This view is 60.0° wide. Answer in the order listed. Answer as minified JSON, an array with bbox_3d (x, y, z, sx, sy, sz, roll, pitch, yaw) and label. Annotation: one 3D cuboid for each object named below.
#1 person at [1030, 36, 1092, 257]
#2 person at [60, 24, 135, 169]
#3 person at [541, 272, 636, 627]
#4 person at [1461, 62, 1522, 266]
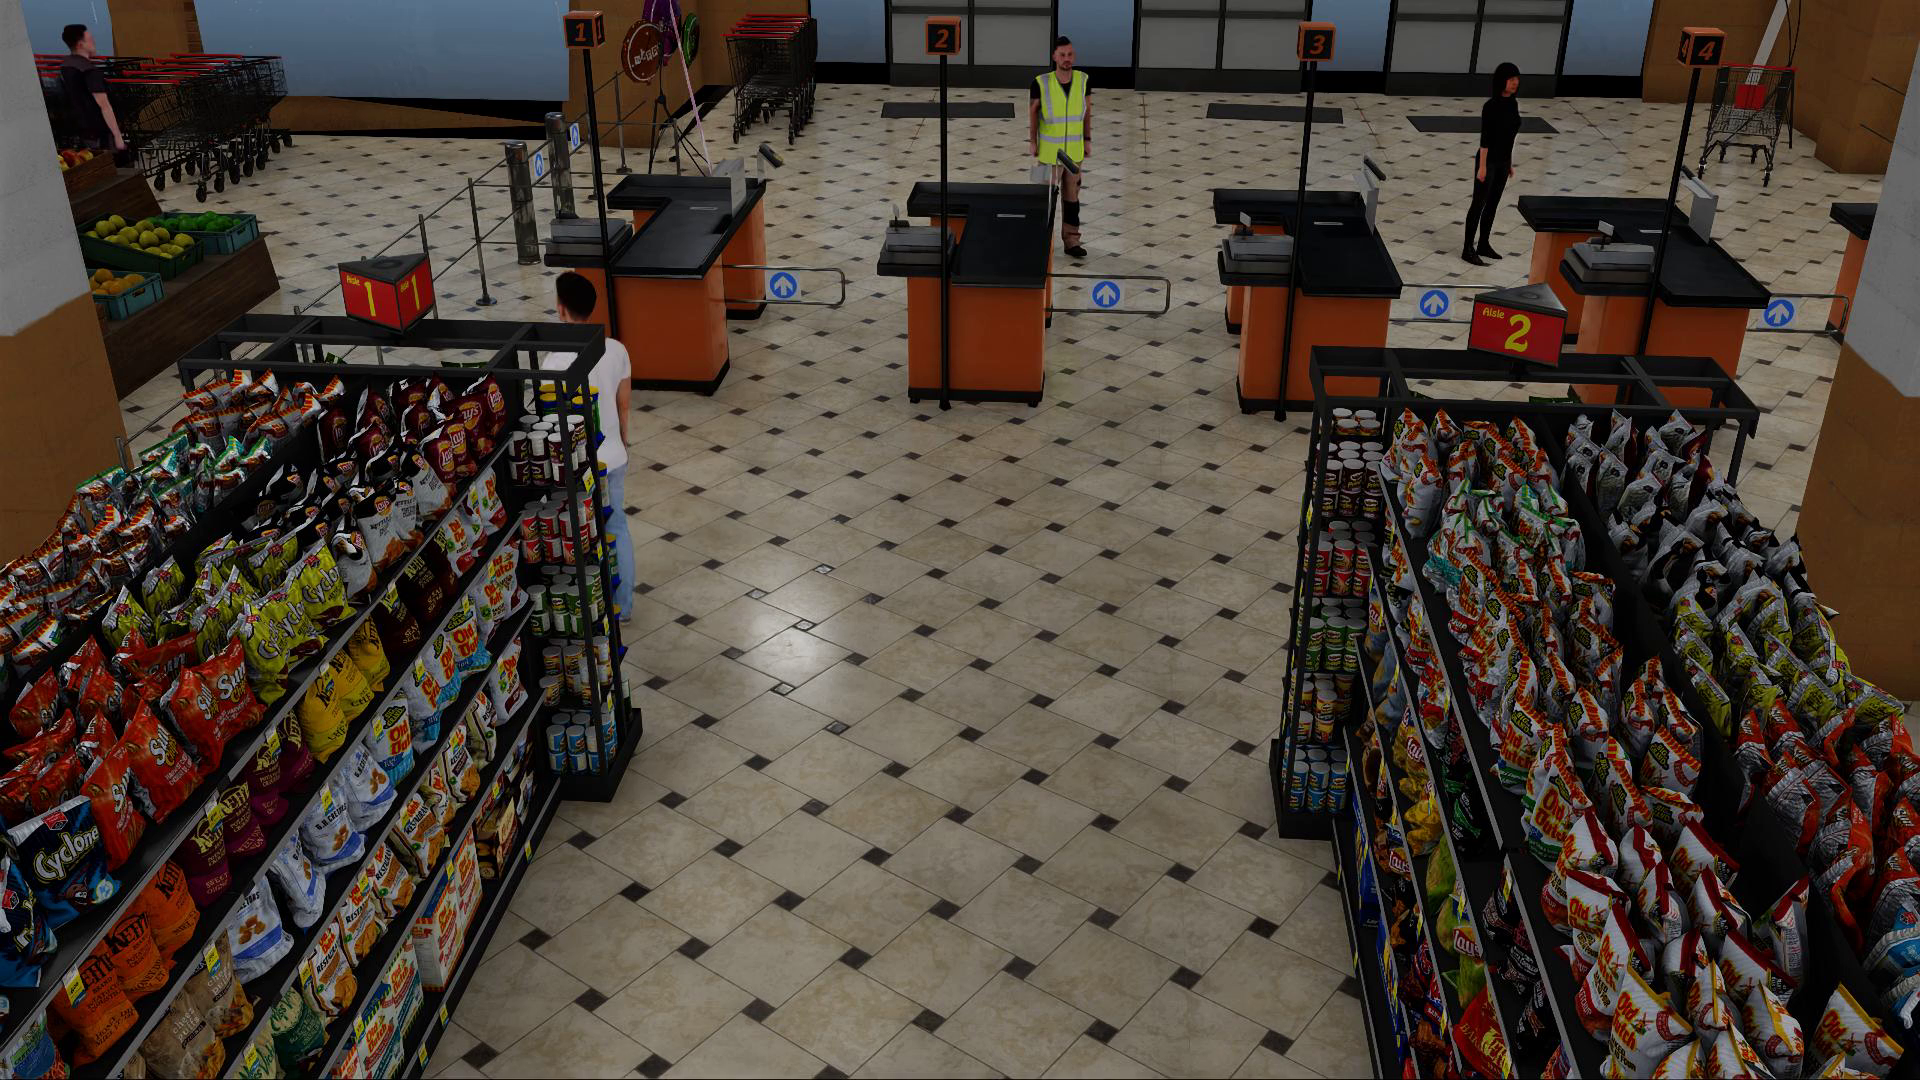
[{"bbox_3d":[0.849,-3.262,13.866,0.812,1.845,0.831,-8,28,-15],"label":"person"},{"bbox_3d":[-7.472,-3.457,14.287,1.284,1.812,1.206,-22,34,-36],"label":"person"},{"bbox_3d":[-1.776,-0.377,8.177,0.860,1.847,0.775,22,34,36],"label":"person"},{"bbox_3d":[4.437,-3.146,13.863,0.637,1.642,0.684,-18,32,-32],"label":"person"}]
